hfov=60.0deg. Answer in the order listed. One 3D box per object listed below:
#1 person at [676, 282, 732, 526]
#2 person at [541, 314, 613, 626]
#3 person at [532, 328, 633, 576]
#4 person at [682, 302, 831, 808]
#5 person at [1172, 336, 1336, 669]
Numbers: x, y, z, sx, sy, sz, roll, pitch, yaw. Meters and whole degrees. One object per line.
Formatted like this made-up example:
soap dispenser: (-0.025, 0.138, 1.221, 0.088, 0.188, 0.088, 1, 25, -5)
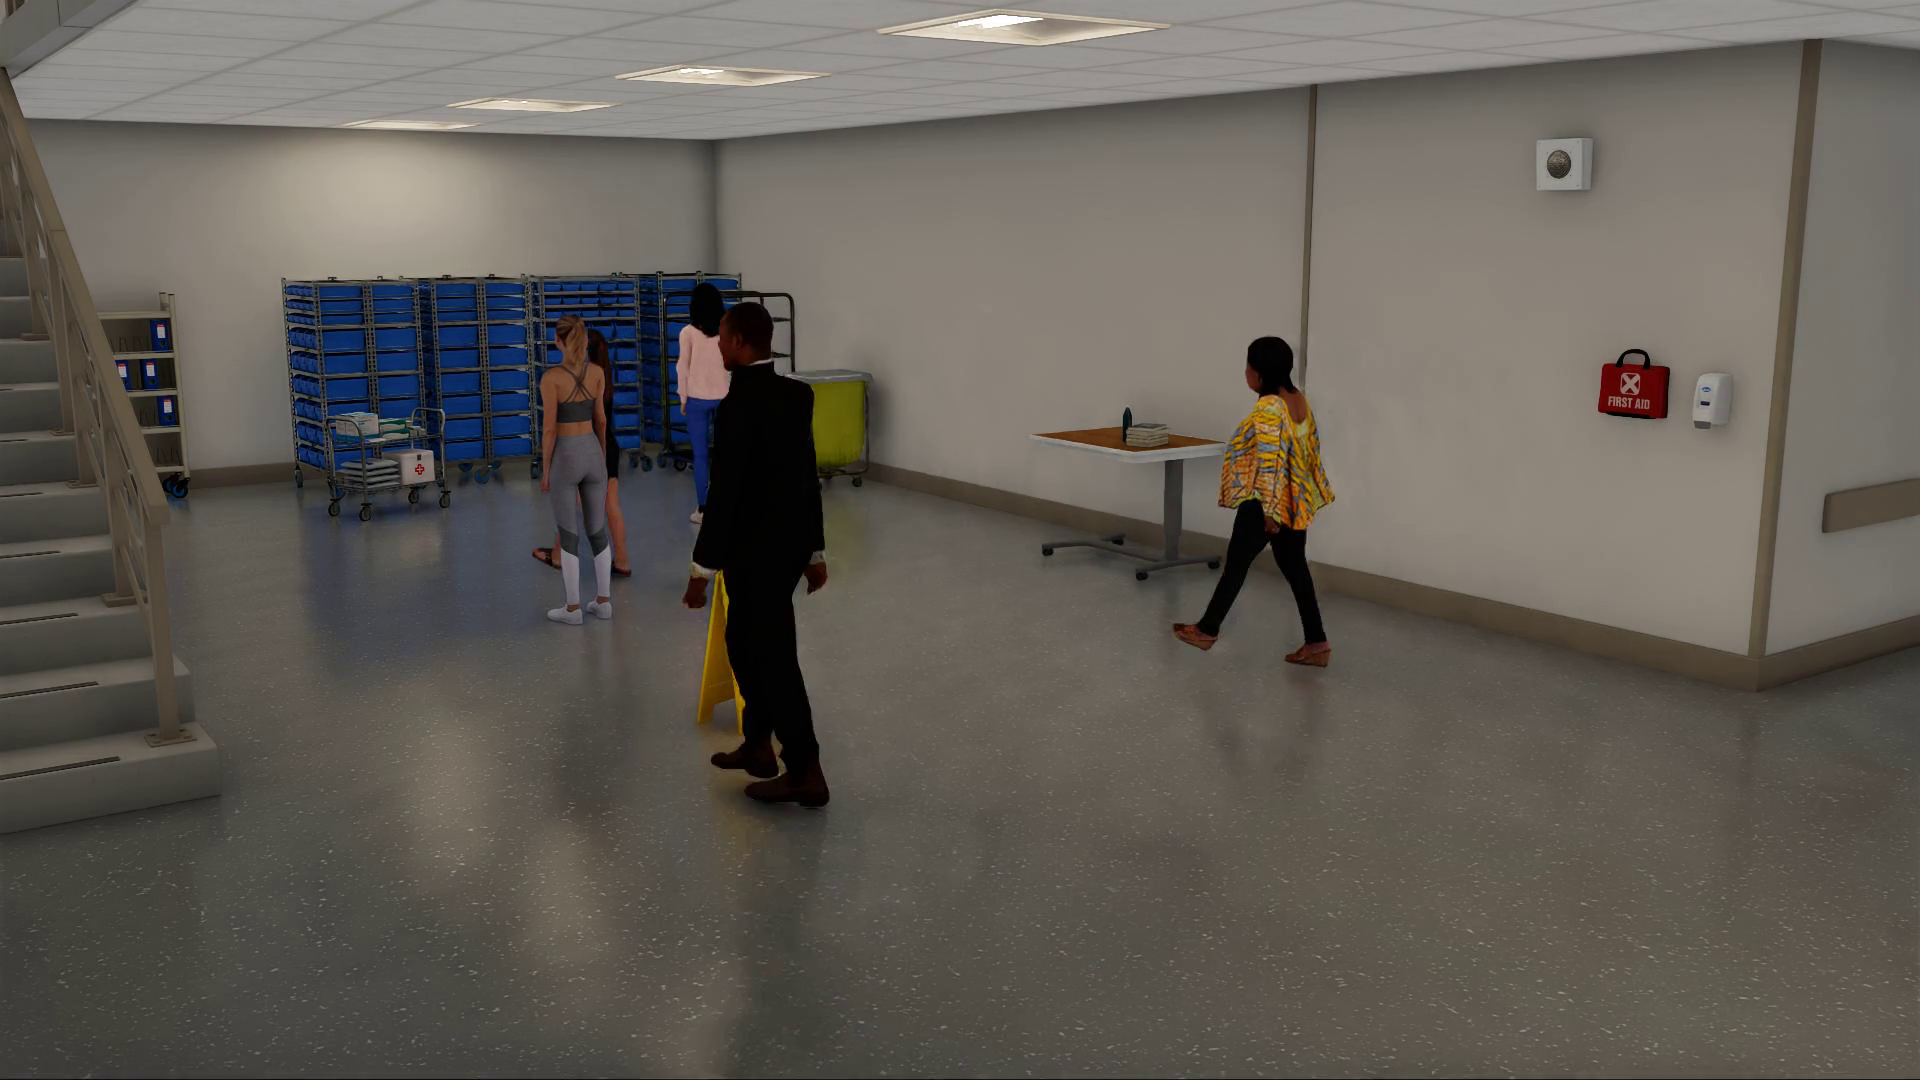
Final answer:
person: (-1.835, -1.004, 12.218, 0.700, 1.768, 0.636, -4, 11, -20)
person: (-2.111, -0.394, 9.177, 0.589, 1.703, 0.588, -10, 15, -42)
person: (-2.219, -0.529, 10.345, 0.996, 1.534, 0.805, 6, 12, 29)
person: (-0.641, 0.075, 6.207, 1.020, 1.890, 0.947, 5, 12, 23)
person: (1.604, -0.143, 8.104, 1.158, 1.612, 0.959, 7, 13, 31)
